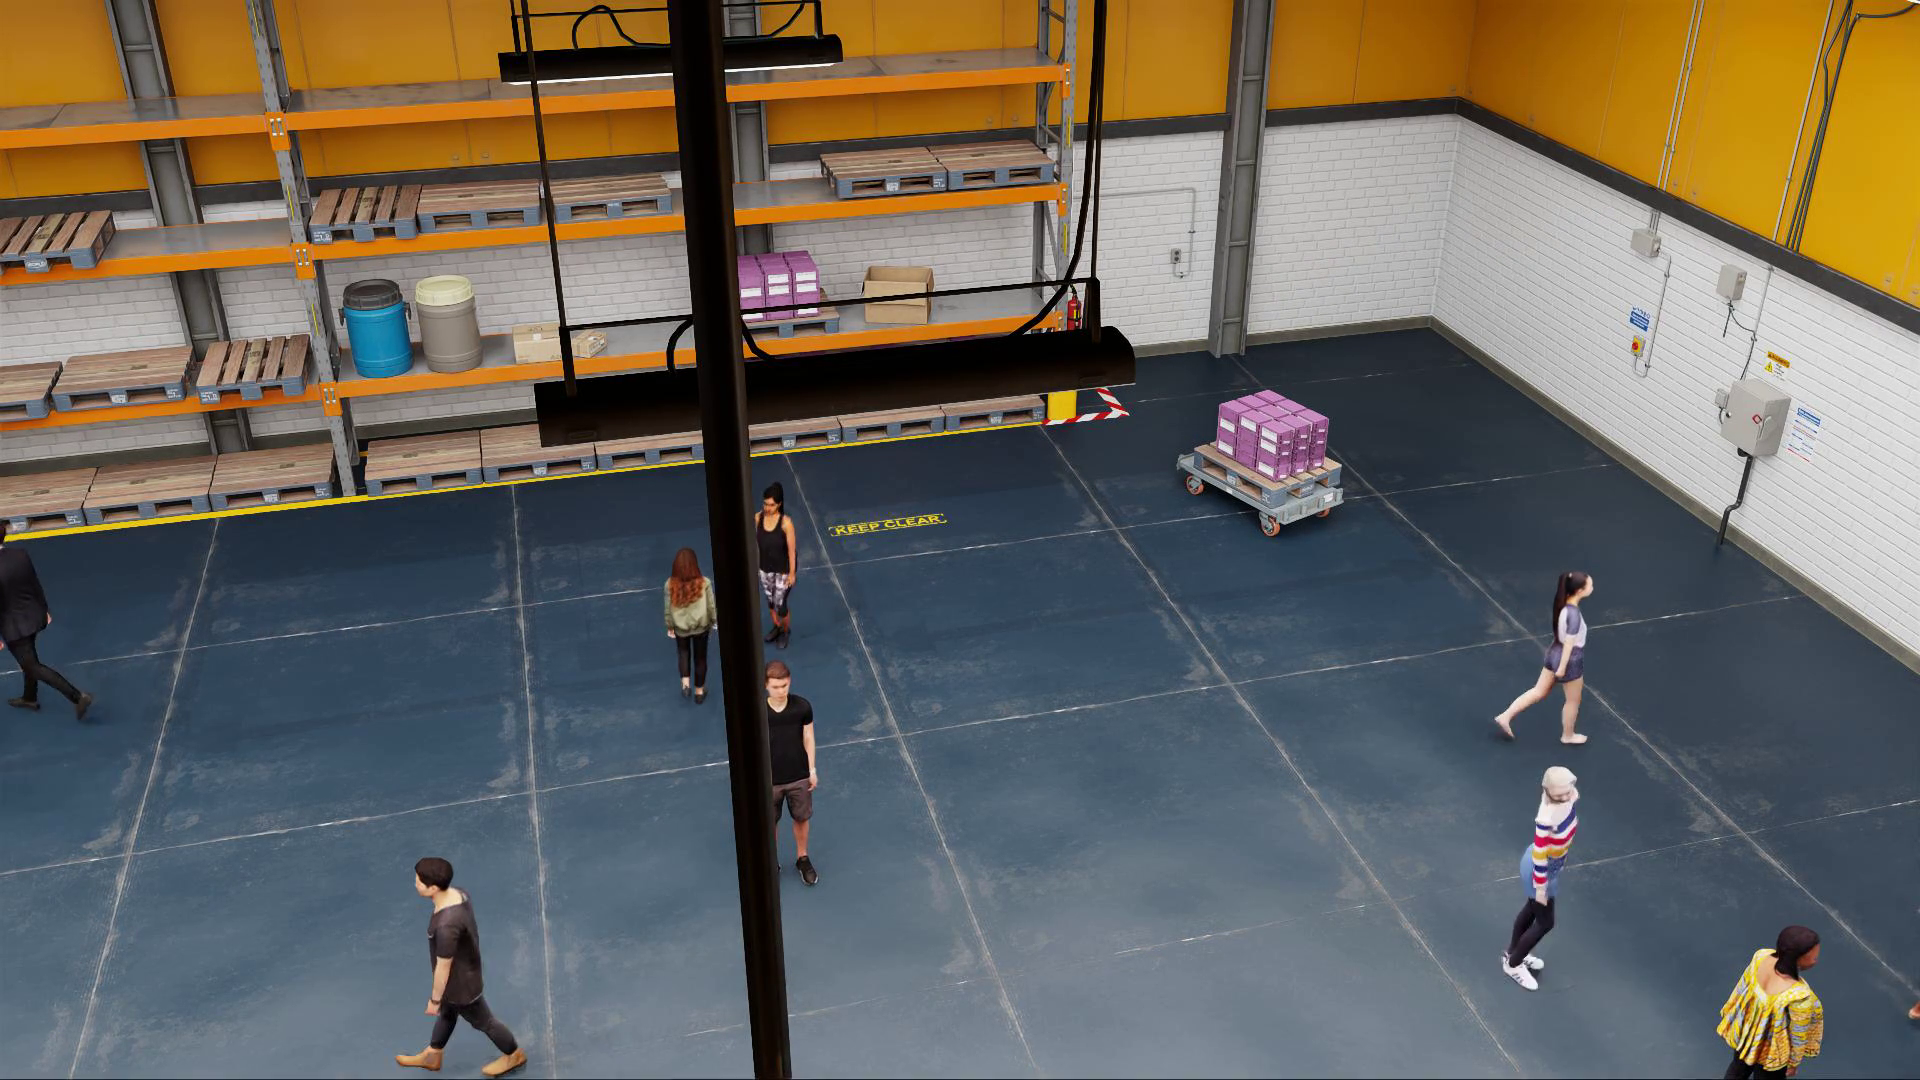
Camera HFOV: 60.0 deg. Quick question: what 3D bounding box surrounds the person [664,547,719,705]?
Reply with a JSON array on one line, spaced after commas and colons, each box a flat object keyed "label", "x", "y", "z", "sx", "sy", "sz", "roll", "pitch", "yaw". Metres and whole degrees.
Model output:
[{"label": "person", "x": -2.278, "y": 0.760, "z": 14.066, "sx": 0.576, "sy": 1.466, "sz": 0.712, "roll": 0, "pitch": 29, "yaw": 0}]

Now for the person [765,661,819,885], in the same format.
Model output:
[{"label": "person", "x": -1.273, "y": 1.667, "z": 11.990, "sx": 0.529, "sy": 1.862, "sz": 0.757, "roll": -5, "pitch": 29, "yaw": -9}]

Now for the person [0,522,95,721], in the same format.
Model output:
[{"label": "person", "x": -7.714, "y": 0.696, "z": 13.766, "sx": 1.267, "sy": 1.866, "sz": 1.020, "roll": 5, "pitch": 29, "yaw": 9}]

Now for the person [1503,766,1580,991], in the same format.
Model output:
[{"label": "person", "x": 3.917, "y": 2.188, "z": 11.120, "sx": 0.772, "sy": 1.781, "sz": 0.713, "roll": 8, "pitch": 30, "yaw": 15}]

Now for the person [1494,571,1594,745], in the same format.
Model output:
[{"label": "person", "x": 4.805, "y": 0.977, "z": 13.508, "sx": 1.067, "sy": 1.619, "sz": 0.768, "roll": 0, "pitch": 29, "yaw": -1}]

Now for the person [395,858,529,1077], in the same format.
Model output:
[{"label": "person", "x": -3.030, "y": 2.686, "z": 10.320, "sx": 1.009, "sy": 1.672, "sz": 0.626, "roll": -7, "pitch": 29, "yaw": -13}]

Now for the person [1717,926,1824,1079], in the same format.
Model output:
[{"label": "person", "x": 4.774, "y": 2.955, "z": 9.849, "sx": 0.728, "sy": 1.651, "sz": 0.697, "roll": -7, "pitch": 29, "yaw": -12}]

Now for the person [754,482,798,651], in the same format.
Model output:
[{"label": "person", "x": -1.596, "y": 0.209, "z": 14.881, "sx": 0.752, "sy": 1.654, "sz": 0.816, "roll": 14, "pitch": 32, "yaw": 24}]
